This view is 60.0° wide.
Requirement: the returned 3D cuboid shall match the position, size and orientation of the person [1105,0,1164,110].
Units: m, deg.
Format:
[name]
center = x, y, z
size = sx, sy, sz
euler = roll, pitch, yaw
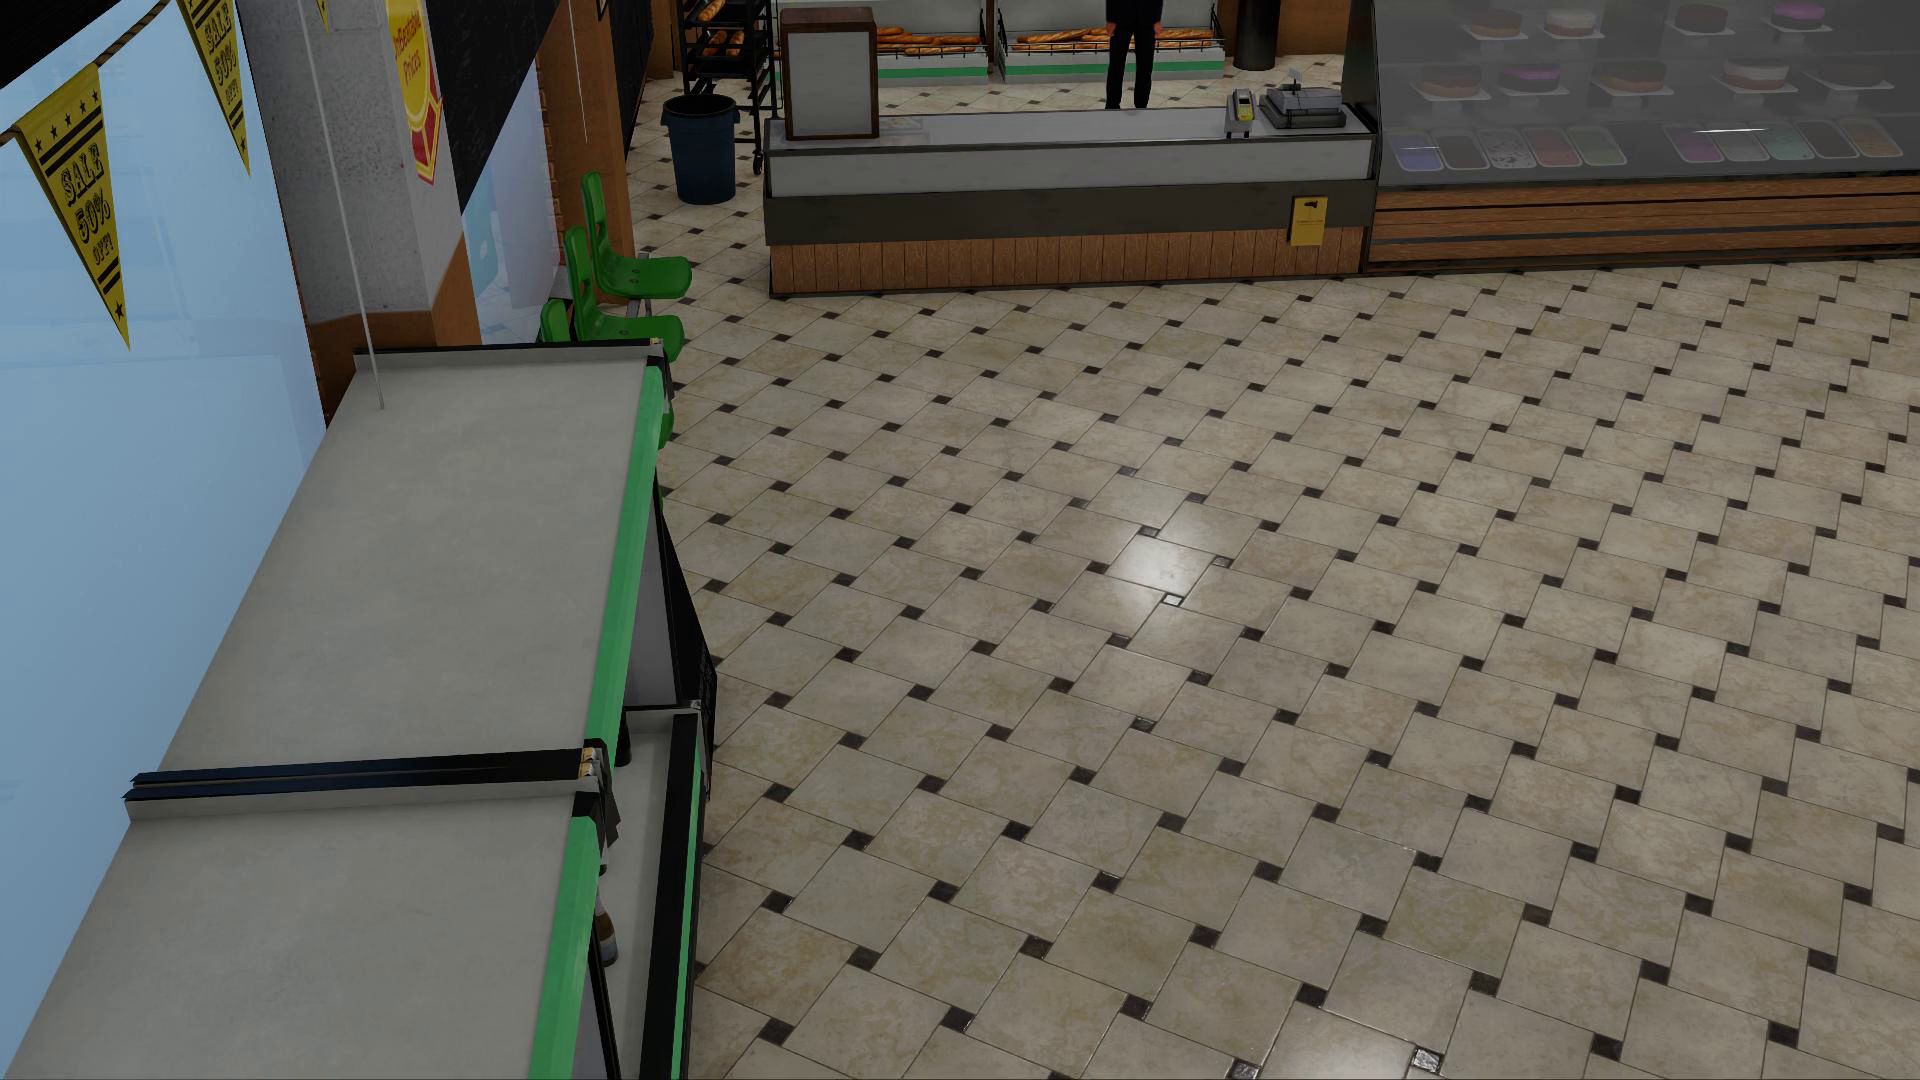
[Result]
[person]
center = 1.417, -4.247, 13.479
size = 0.614, 1.868, 0.570
euler = -3, 32, -5
